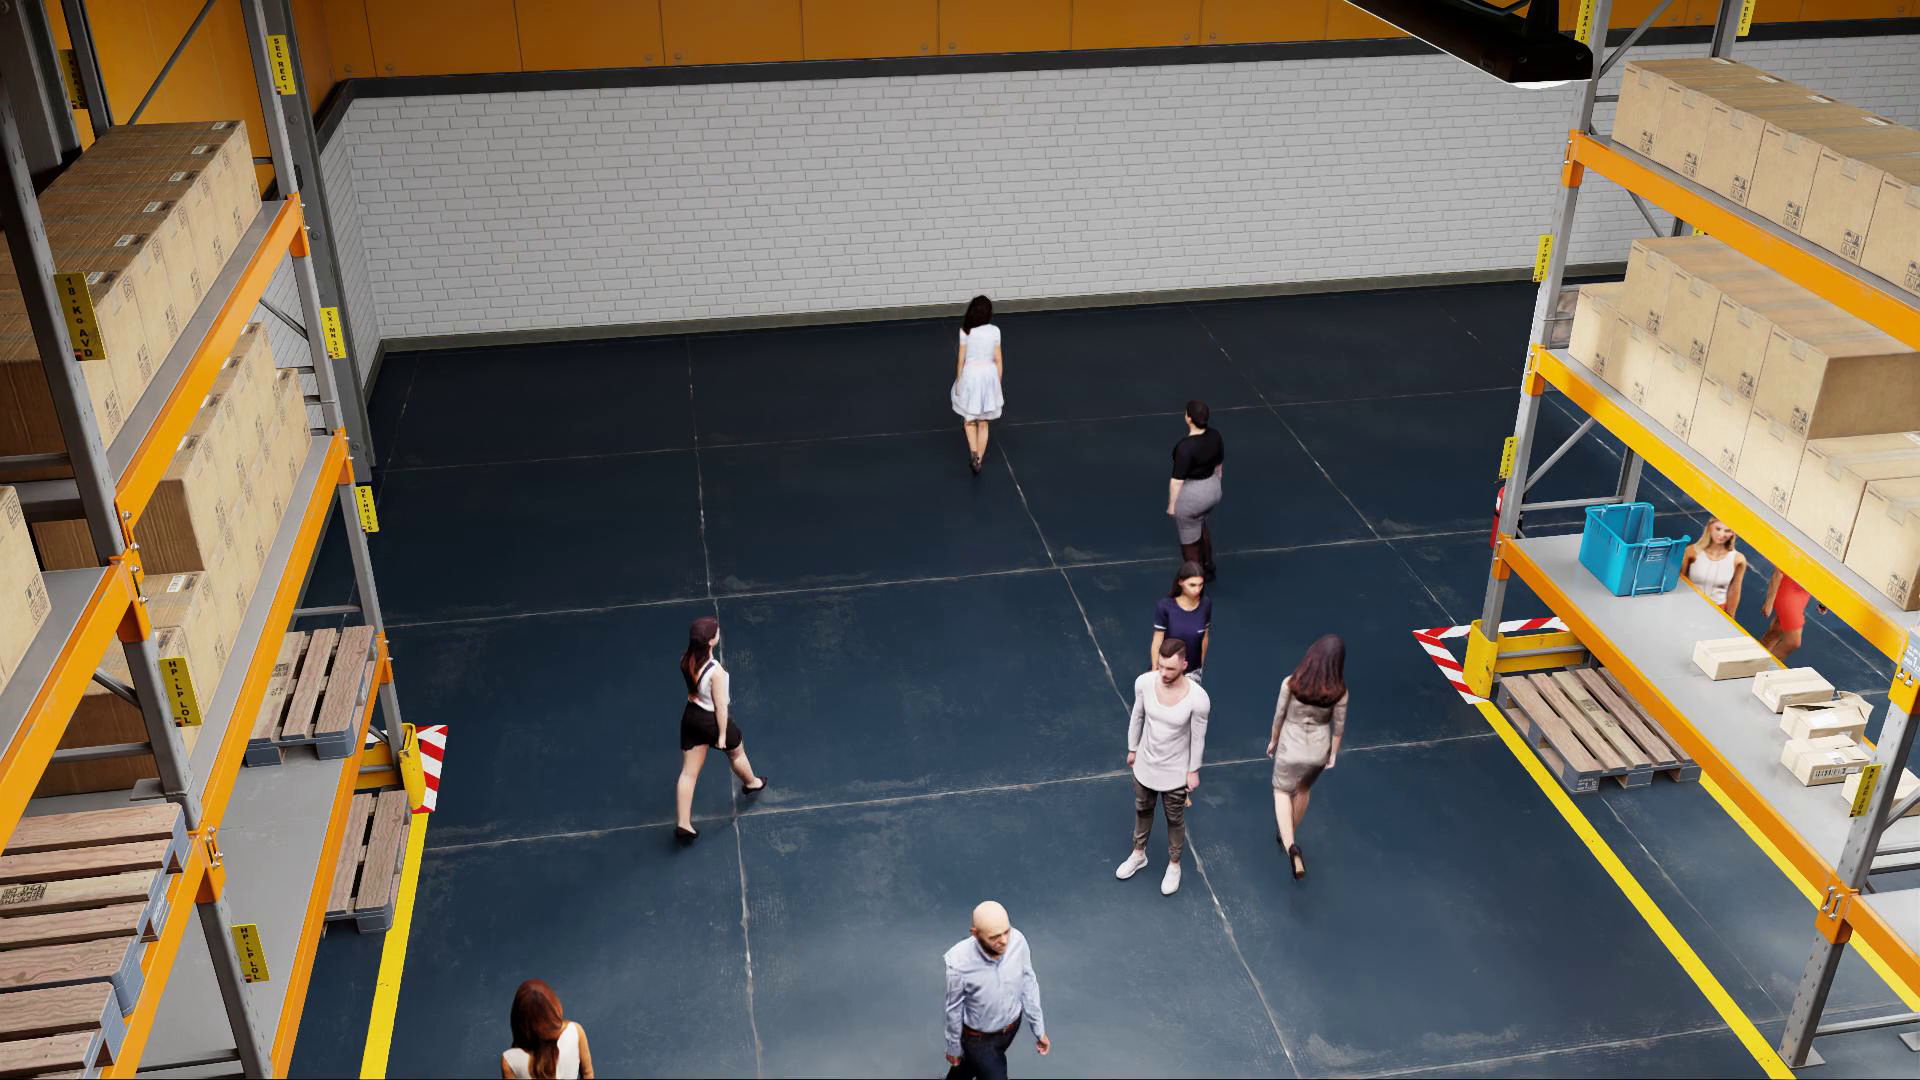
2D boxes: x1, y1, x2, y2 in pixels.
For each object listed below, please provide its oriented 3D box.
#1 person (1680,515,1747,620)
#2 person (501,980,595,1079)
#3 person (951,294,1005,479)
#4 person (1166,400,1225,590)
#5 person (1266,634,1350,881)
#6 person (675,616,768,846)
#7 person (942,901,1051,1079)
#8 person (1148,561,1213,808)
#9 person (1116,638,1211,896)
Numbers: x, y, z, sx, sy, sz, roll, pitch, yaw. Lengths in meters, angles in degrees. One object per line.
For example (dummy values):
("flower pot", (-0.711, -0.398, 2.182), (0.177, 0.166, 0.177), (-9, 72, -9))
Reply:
("person", (5.347, 0.573, 12.036), (0.721, 1.800, 0.750), (10, 30, 17))
("person", (-1.911, 2.821, 7.934), (0.661, 1.782, 0.643), (-16, 33, -27))
("person", (0.186, -1.392, 15.633), (0.716, 1.805, 0.829), (-1, 29, -2))
("person", (2.013, -0.301, 13.696), (0.827, 1.746, 0.867), (-22, 36, -35))
("person", (2.181, 1.414, 10.585), (0.789, 1.714, 1.025), (3, 29, 5))
("person", (-1.725, 1.278, 10.958), (1.044, 1.595, 1.106), (19, 34, 30))
("person", (0.110, 2.506, 8.551), (1.037, 1.744, 1.303), (-20, 34, -32))
("person", (1.470, 0.883, 11.558), (0.677, 1.713, 1.194), (-1, 29, -2))
("person", (1.286, 1.392, 10.499), (0.748, 1.834, 0.788), (16, 32, 27))
